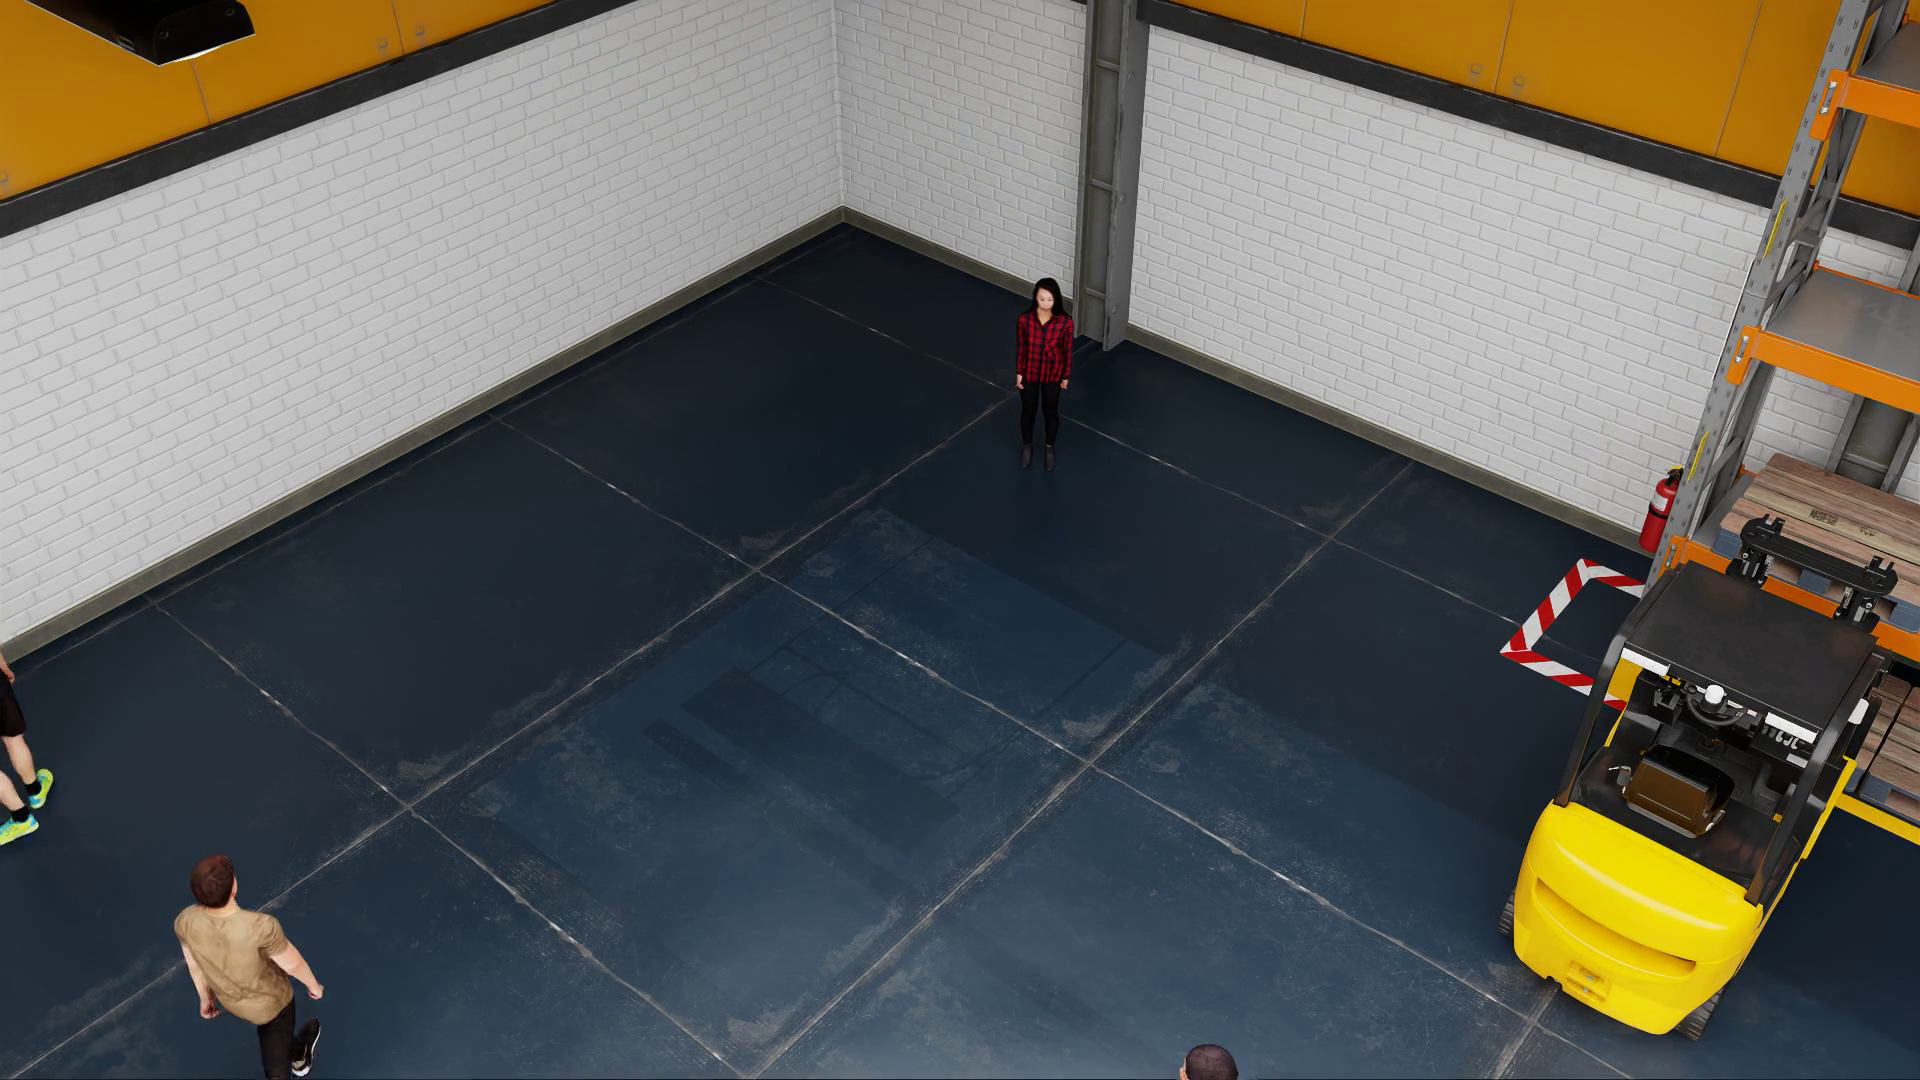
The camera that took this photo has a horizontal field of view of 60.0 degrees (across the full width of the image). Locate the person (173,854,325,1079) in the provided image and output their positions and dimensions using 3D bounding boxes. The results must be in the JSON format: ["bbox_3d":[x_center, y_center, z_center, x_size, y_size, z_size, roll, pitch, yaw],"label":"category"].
[{"bbox_3d":[-3.436,2.271,8.010,1.012,1.833,1.023,5,39,7],"label":"person"}]

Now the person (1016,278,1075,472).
[{"bbox_3d":[0.617,-1.272,12.591,0.616,1.652,0.718,5,39,6],"label":"person"}]

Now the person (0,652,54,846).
[{"bbox_3d":[-5.710,0.911,9.695,0.747,1.855,0.863,24,45,27],"label":"person"}]
